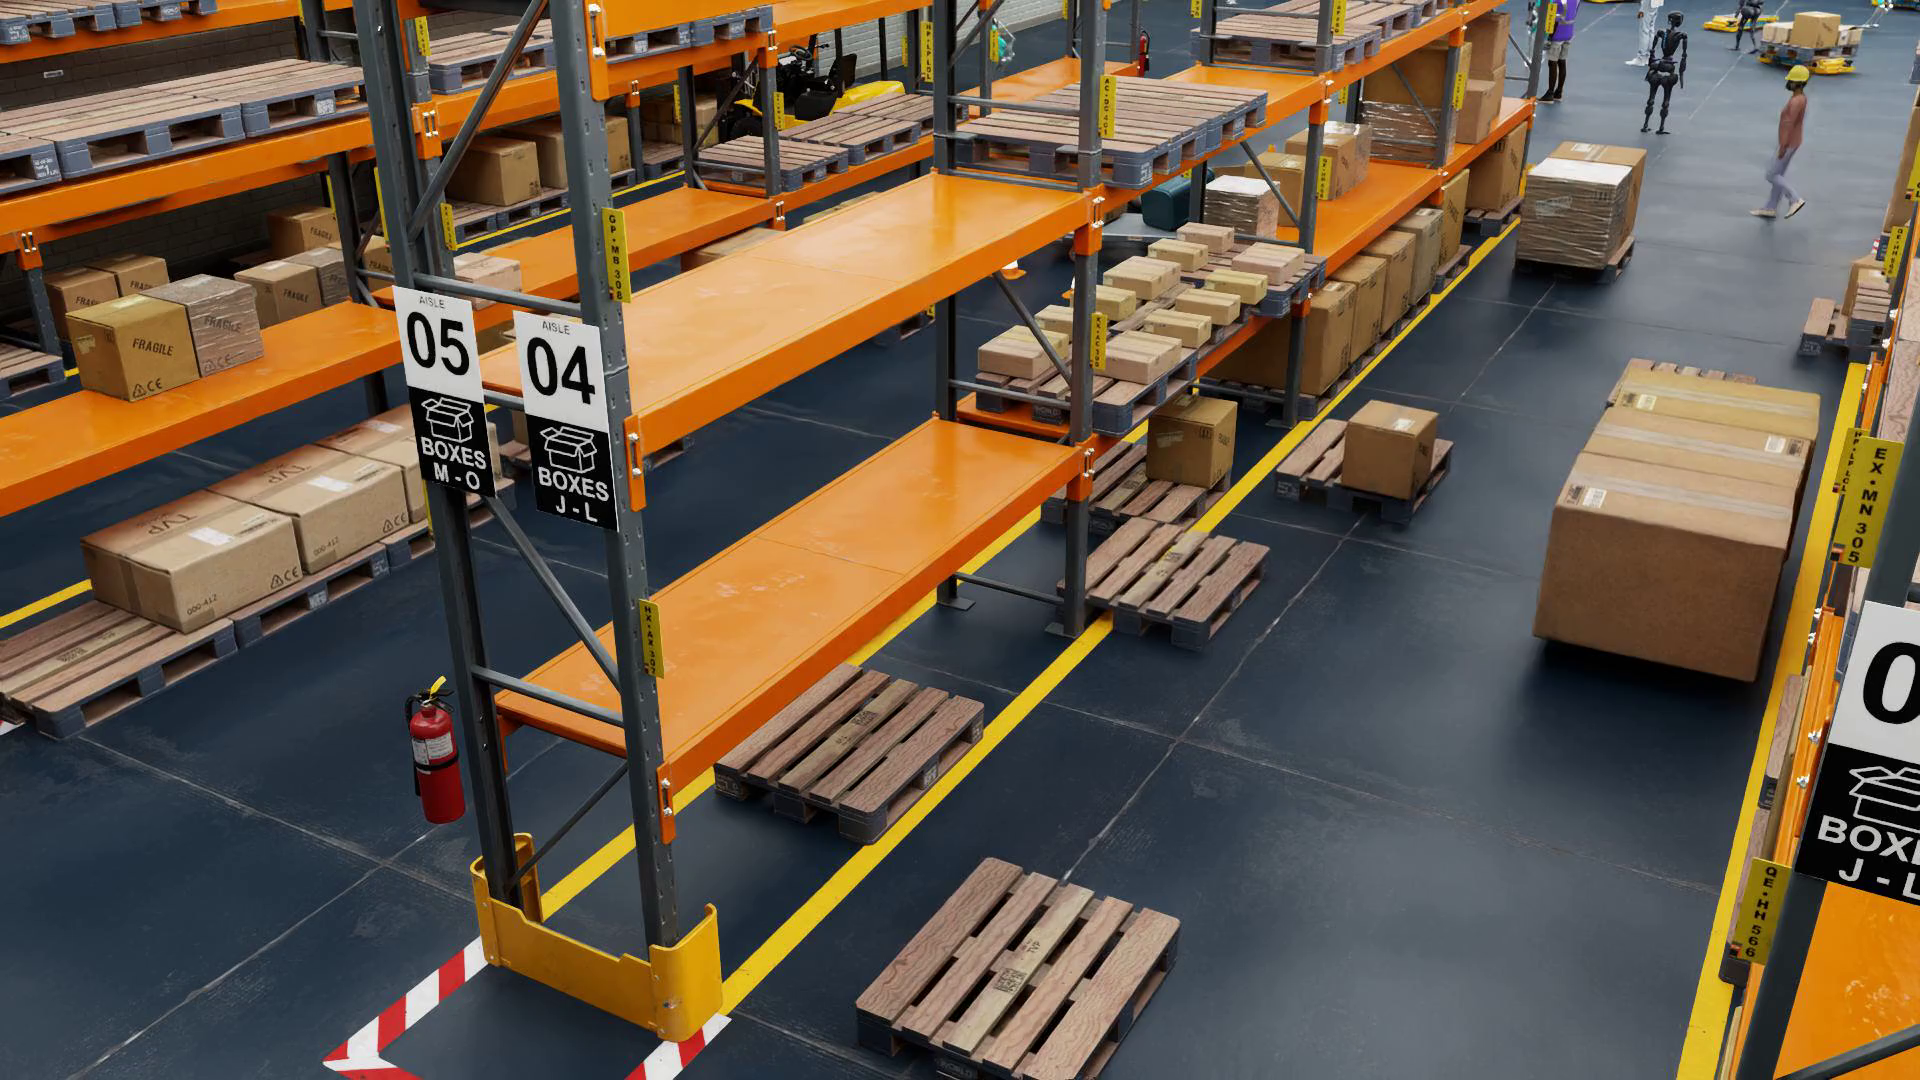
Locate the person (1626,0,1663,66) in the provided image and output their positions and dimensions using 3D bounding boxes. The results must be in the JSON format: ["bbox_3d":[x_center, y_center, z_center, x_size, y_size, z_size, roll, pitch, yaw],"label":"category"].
[{"bbox_3d":[11.722,-9.060,28.264,0.386,1.921,0.595,21,33,37],"label":"person"}]

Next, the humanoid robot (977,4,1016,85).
[{"bbox_3d":[0.592,-8.119,26.464,0.722,1.737,0.552,11,28,21],"label":"humanoid robot"}]

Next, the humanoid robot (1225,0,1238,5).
[{"bbox_3d":[5.746,-11.991,34.435,0.722,1.693,0.530,0,26,-1],"label":"humanoid robot"}]

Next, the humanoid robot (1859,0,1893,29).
[{"bbox_3d":[17.353,-10.482,31.276,0.533,1.677,0.735,-5,26,-11],"label":"humanoid robot"}]

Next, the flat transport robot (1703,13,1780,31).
[{"bbox_3d":[15.138,-10.004,32.129,1.431,0.231,0.659,-13,28,-24],"label":"flat transport robot"}]

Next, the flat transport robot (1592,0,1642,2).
[{"bbox_3d":[14.110,-11.641,35.531,1.431,0.231,0.659,-4,26,-9],"label":"flat transport robot"}]

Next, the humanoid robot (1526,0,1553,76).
[{"bbox_3d":[9.693,-8.699,27.774,0.555,1.771,0.990,5,26,10],"label":"humanoid robot"}]

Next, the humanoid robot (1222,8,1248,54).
[{"bbox_3d":[4.010,-6.783,23.842,0.591,1.630,0.732,15,29,28],"label":"humanoid robot"}]

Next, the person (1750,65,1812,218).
[{"bbox_3d":[9.506,-4.539,19.057,0.481,1.756,0.537,16,30,30],"label":"person"}]

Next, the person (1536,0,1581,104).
[{"bbox_3d":[9.102,-7.651,25.284,0.602,1.966,0.367,-20,32,-35],"label":"person"}]

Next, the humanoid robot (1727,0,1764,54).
[{"bbox_3d":[14.014,-9.442,29.397,0.584,1.635,0.661,-16,30,-29],"label":"humanoid robot"}]

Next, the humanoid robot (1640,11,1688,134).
[{"bbox_3d":[9.898,-6.577,23.373,0.315,1.654,0.599,-17,31,-31],"label":"humanoid robot"}]

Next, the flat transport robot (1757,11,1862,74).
[{"bbox_3d":[14.414,-8.158,28.293,0.659,0.231,1.431,-11,28,-22],"label":"flat transport robot"}]

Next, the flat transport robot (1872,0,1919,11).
[{"bbox_3d":[19.834,-11.169,34.550,0.659,0.231,1.431,-14,29,-27],"label":"flat transport robot"}]

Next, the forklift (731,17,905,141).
[{"bbox_3d":[-1.819,-5.975,21.543,2.313,2.155,1.214,14,29,26],"label":"forklift"}]
